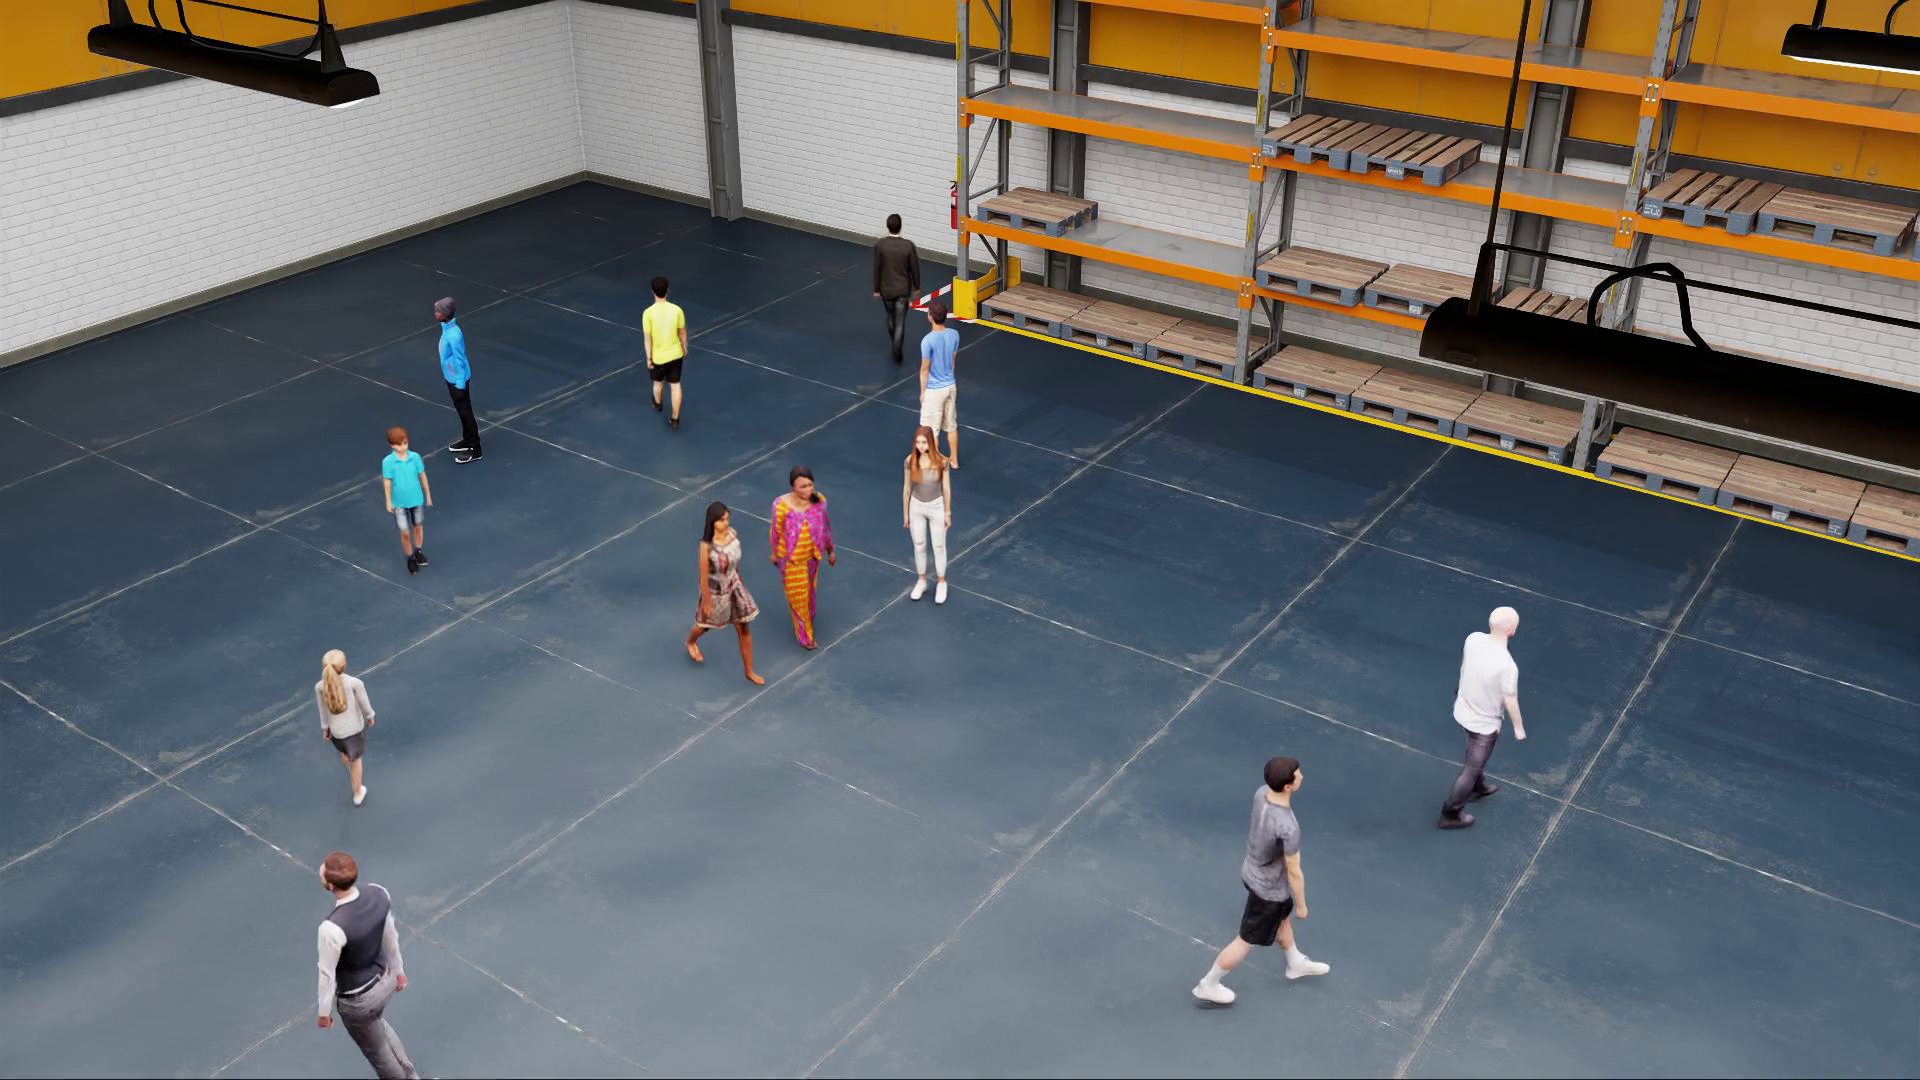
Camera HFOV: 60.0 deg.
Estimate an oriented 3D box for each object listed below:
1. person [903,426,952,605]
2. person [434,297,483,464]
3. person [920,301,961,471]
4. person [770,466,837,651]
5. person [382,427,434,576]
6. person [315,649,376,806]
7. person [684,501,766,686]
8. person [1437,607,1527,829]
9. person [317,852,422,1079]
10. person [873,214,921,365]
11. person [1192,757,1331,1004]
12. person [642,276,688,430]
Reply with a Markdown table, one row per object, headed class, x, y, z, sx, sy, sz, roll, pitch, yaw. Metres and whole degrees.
| class | x | y | z | sx | sy | sz | roll | pitch | yaw |
| --- | --- | --- | --- | --- | --- | --- | --- | --- | --- |
| person | -0.283 | -0.254 | 14.966 | 0.588 | 1.718 | 0.715 | 5 | 29 | 8 |
| person | -5.290 | -1.704 | 17.542 | 0.753 | 1.794 | 0.626 | -15 | 32 | -25 |
| person | -0.208 | -1.569 | 17.227 | 0.686 | 1.861 | 0.636 | -24 | 37 | -37 |
| person | -1.405 | 0.055 | 14.445 | 0.959 | 1.674 | 1.165 | -15 | 32 | -25 |
| person | -5.199 | -0.421 | 15.564 | 0.642 | 1.437 | 0.699 | -18 | 33 | -30 |
| person | -4.583 | 1.415 | 12.390 | 0.779 | 1.254 | 0.826 | -3 | 29 | -6 |
| person | -2.045 | 0.411 | 13.860 | 1.130 | 1.609 | 0.676 | 22 | 36 | 35 |
| person | 3.670 | 1.312 | 12.002 | 1.001 | 1.806 | 0.949 | -6 | 29 | -11 |
| person | -3.330 | 2.597 | 9.525 | 0.729 | 1.923 | 0.742 | 8 | 30 | 14 |
| person | -0.771 | -2.967 | 19.898 | 1.227 | 1.757 | 1.145 | 3 | 29 | 5 |
| person | 1.837 | 2.162 | 10.414 | 1.251 | 1.834 | 1.210 | -5 | 29 | -10 |
| person | -3.207 | -2.014 | 18.240 | 0.995 | 1.671 | 1.124 | -9 | 30 | -17 |
